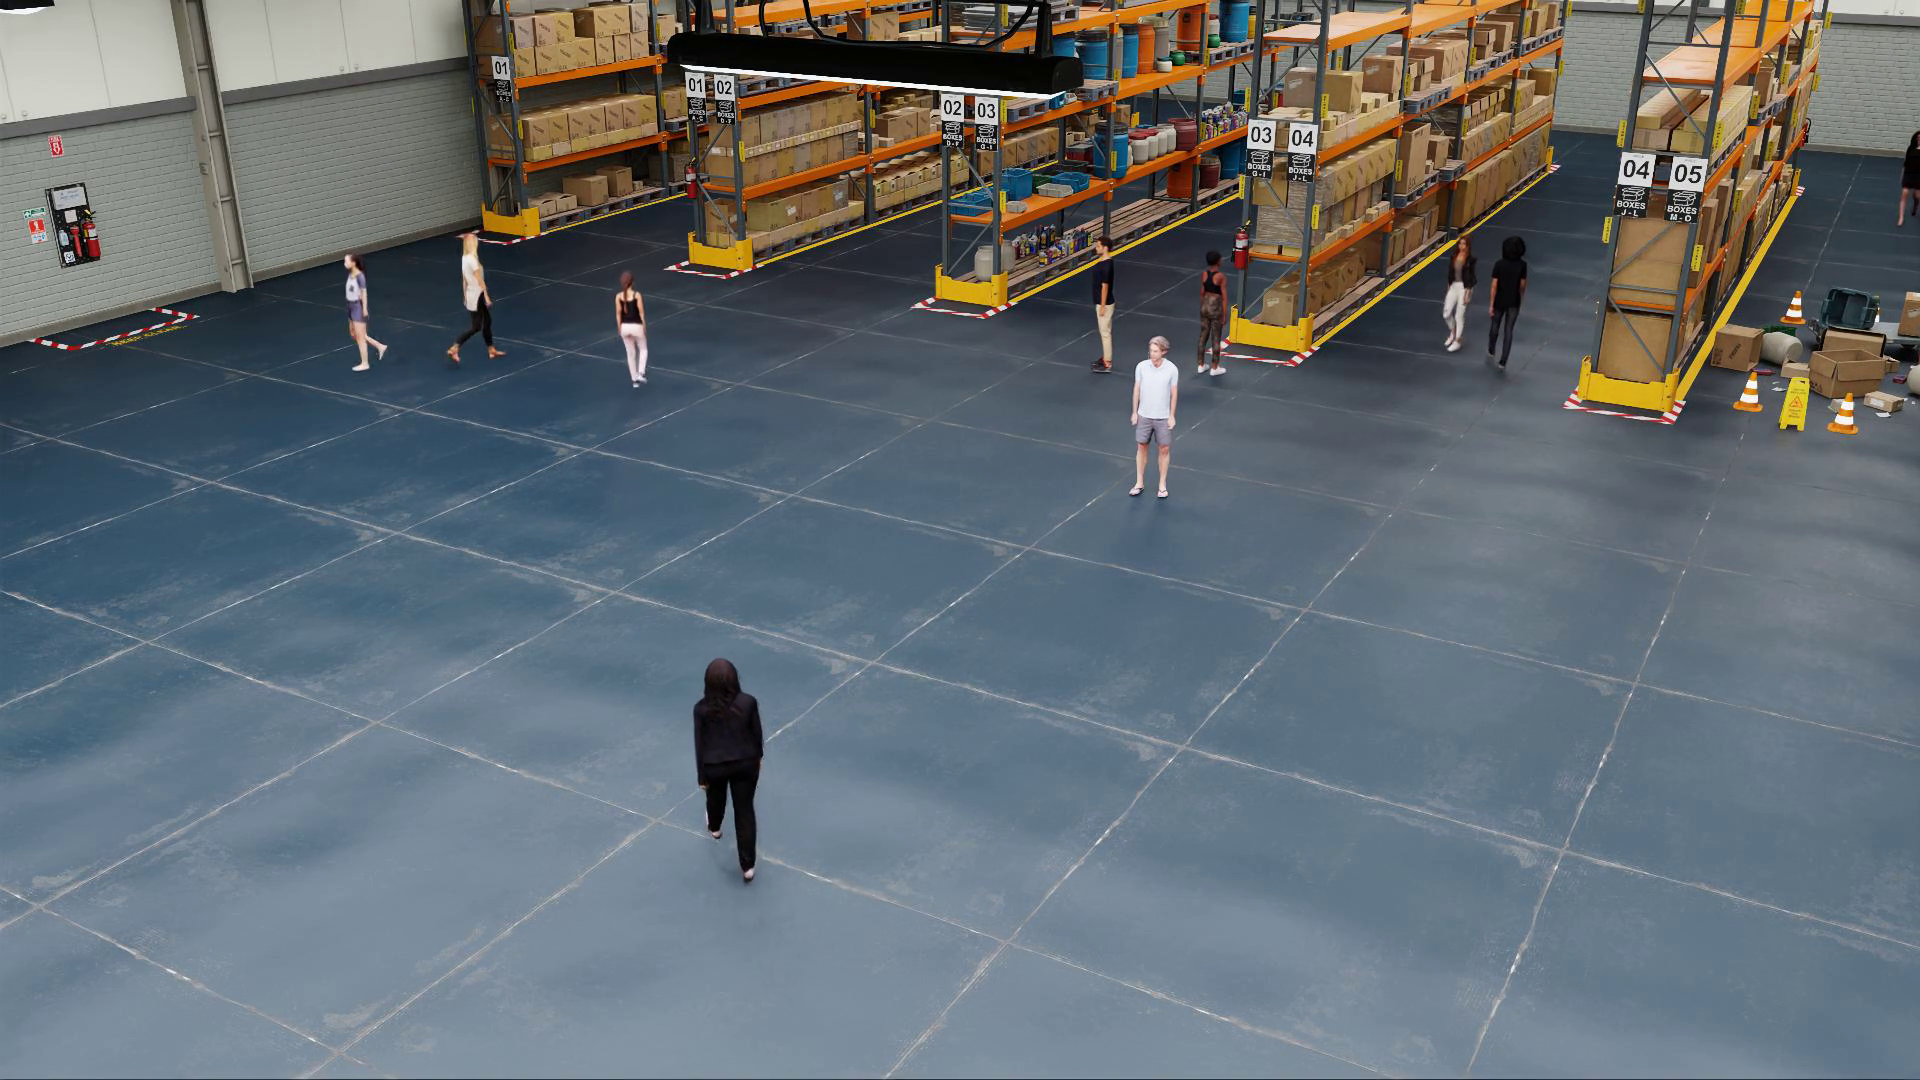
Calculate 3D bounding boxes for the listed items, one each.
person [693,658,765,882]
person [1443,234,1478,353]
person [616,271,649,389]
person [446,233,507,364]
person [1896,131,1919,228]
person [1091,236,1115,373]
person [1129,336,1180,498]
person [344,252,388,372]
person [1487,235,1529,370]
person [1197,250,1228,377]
[{"bbox_3d":[-1.593,1.636,11.642,1.119,1.569,1.149,-7,24,-17],"label":"person"},{"bbox_3d":[7.150,-3.523,23.626,0.727,1.683,0.694,-18,29,-36],"label":"person"},{"bbox_3d":[-4.337,-2.763,22.001,0.659,1.556,0.718,-1,23,-2],"label":"person"},{"bbox_3d":[-6.766,-3.284,22.926,1.165,1.793,0.913,-14,27,-30],"label":"person"},{"bbox_3d":[17.840,-6.746,31.076,0.709,1.785,0.895,20,30,39],"label":"person"},{"bbox_3d":[1.983,-3.229,22.717,0.764,1.854,0.653,-1,23,-2],"label":"person"},{"bbox_3d":[2.166,-1.384,18.408,0.692,1.831,0.632,7,24,16],"label":"person"},{"bbox_3d":[-8.161,-3.146,22.799,0.877,1.638,0.772,-17,28,-34],"label":"person"},{"bbox_3d":[7.506,-3.219,22.785,0.881,1.782,1.235,5,23,11],"label":"person"},{"bbox_3d":[3.430,-3.101,22.613,0.623,1.700,0.605,21,31,40],"label":"person"}]
